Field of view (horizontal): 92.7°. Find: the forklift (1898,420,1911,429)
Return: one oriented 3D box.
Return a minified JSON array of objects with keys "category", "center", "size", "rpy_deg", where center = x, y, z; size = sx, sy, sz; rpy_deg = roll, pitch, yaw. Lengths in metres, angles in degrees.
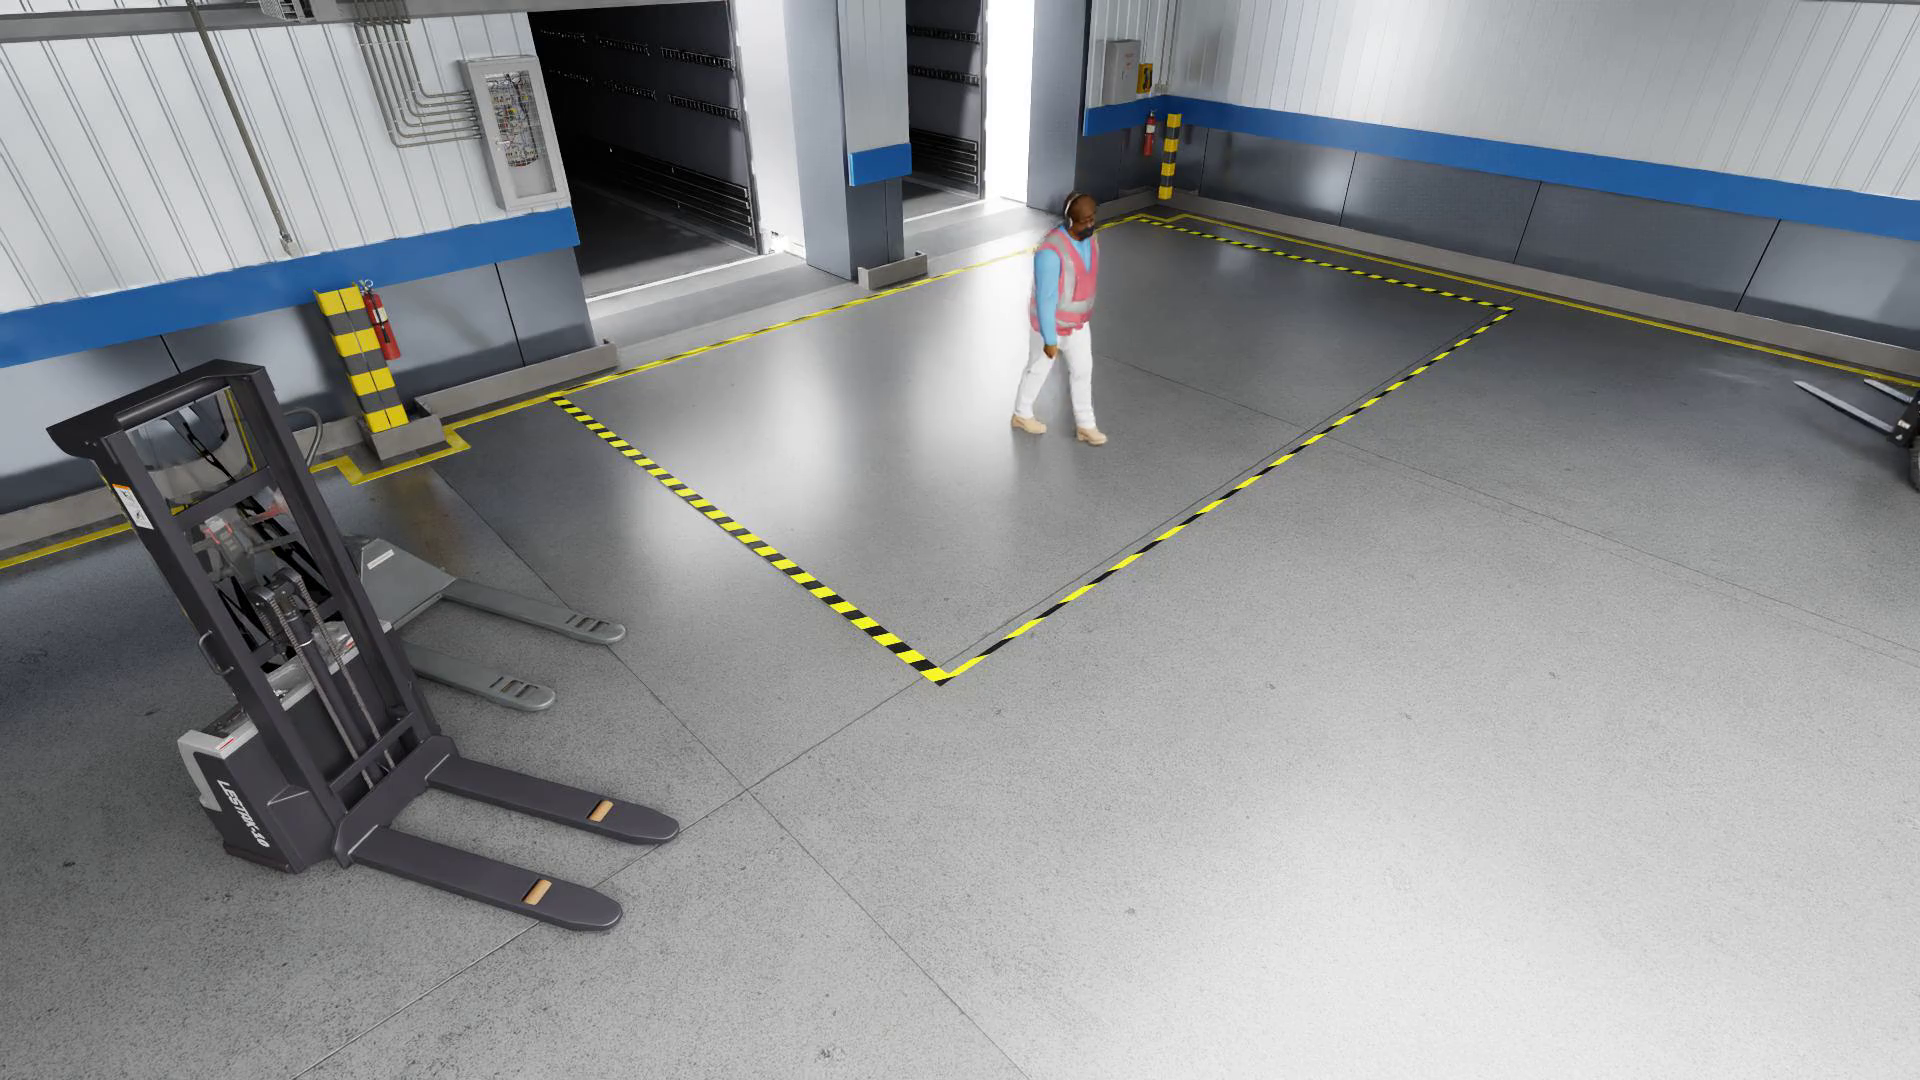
[{"category":"forklift","center":[7.132,-0.778,4.802],"size":[1.157,2.036,2.680],"rpy_deg":[-2,34,-3]}]

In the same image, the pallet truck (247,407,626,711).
[{"category":"pallet truck","center":[-2.628,0.038,4.590],"size":[1.601,1.201,0.680],"rpy_deg":[12,36,18]}]

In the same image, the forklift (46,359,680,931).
[{"category":"forklift","center":[-2.135,0.422,3.354],"size":[1.885,1.965,0.823],"rpy_deg":[10,35,14]}]

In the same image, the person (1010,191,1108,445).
[{"category":"person","center":[0.720,-1.496,6.350],"size":[0.804,1.800,0.645],"rpy_deg":[28,43,35]}]
